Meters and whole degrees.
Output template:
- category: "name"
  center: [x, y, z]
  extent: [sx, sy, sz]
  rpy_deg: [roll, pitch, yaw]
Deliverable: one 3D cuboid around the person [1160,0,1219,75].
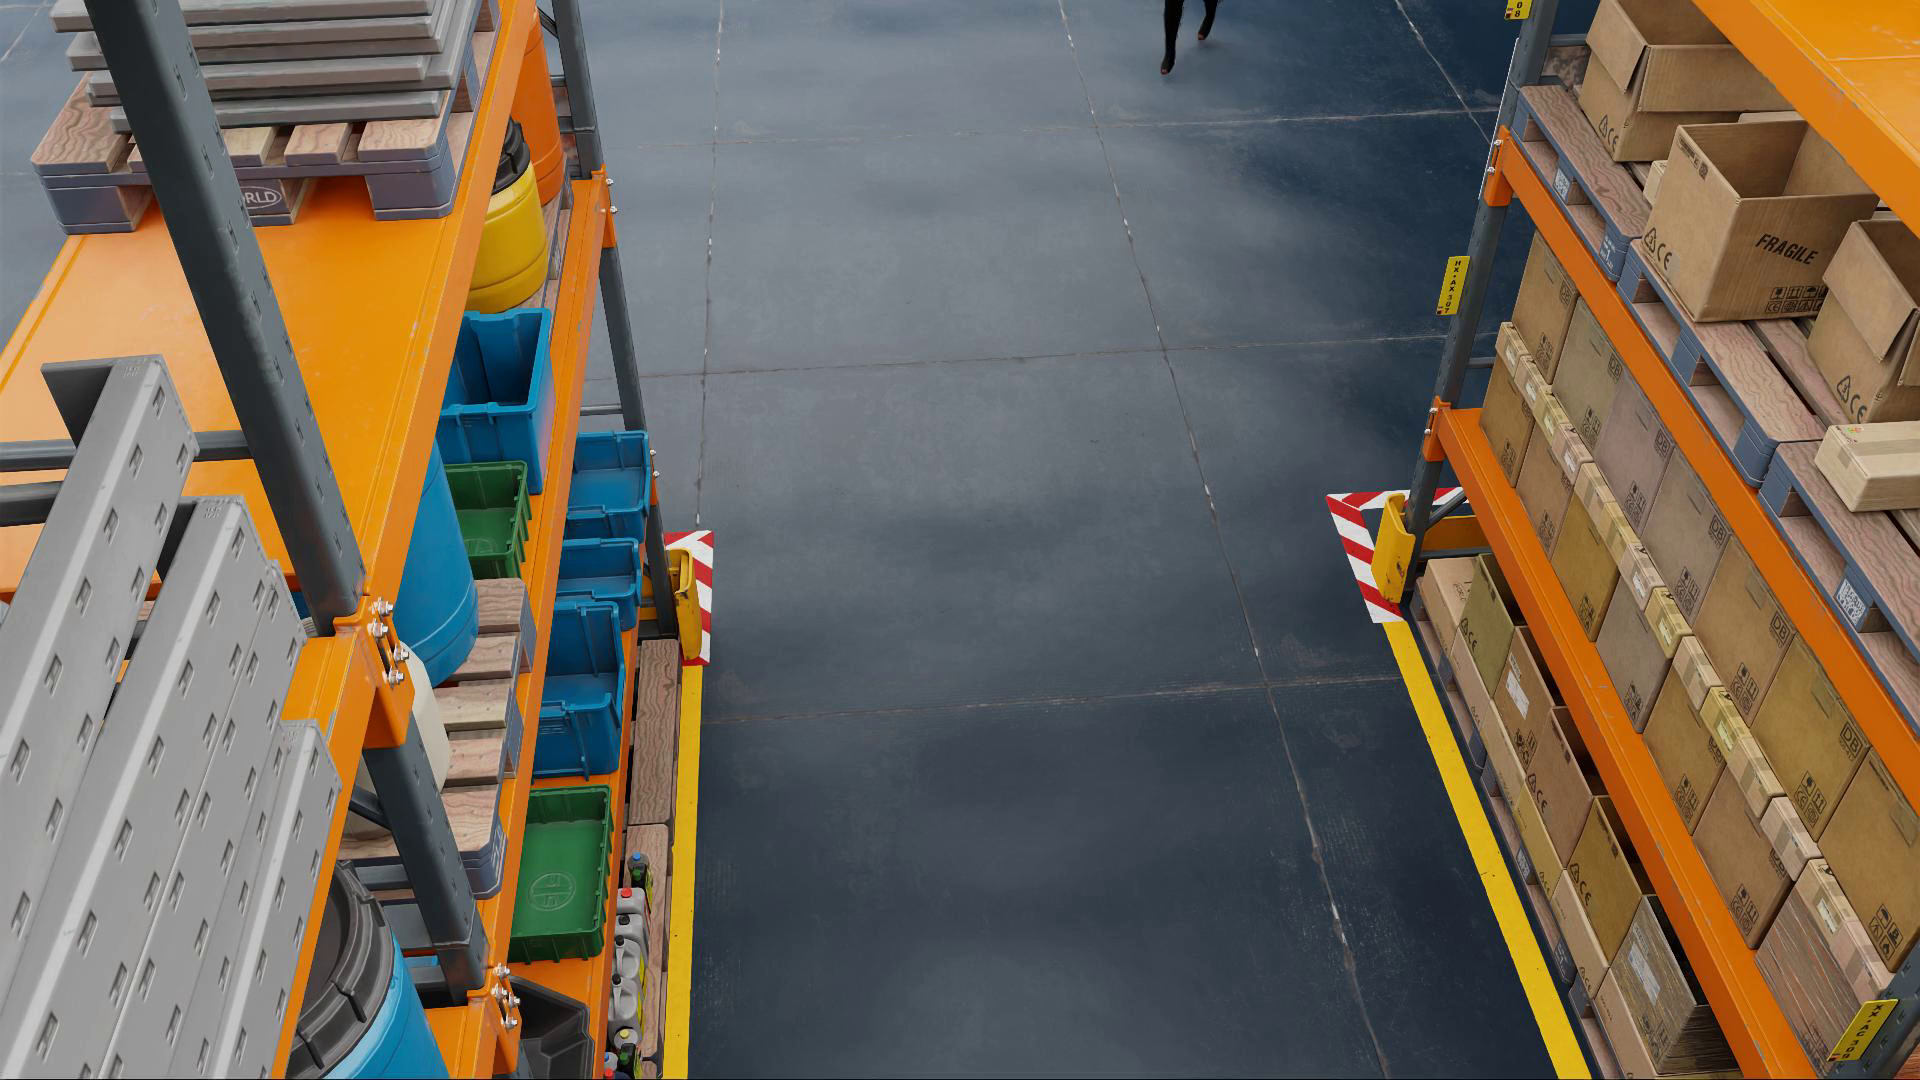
- category: "person"
  center: [1.935, -4.747, 13.403]
  extent: [1.025, 1.814, 1.238]
  rpy_deg: [18, 45, 19]
